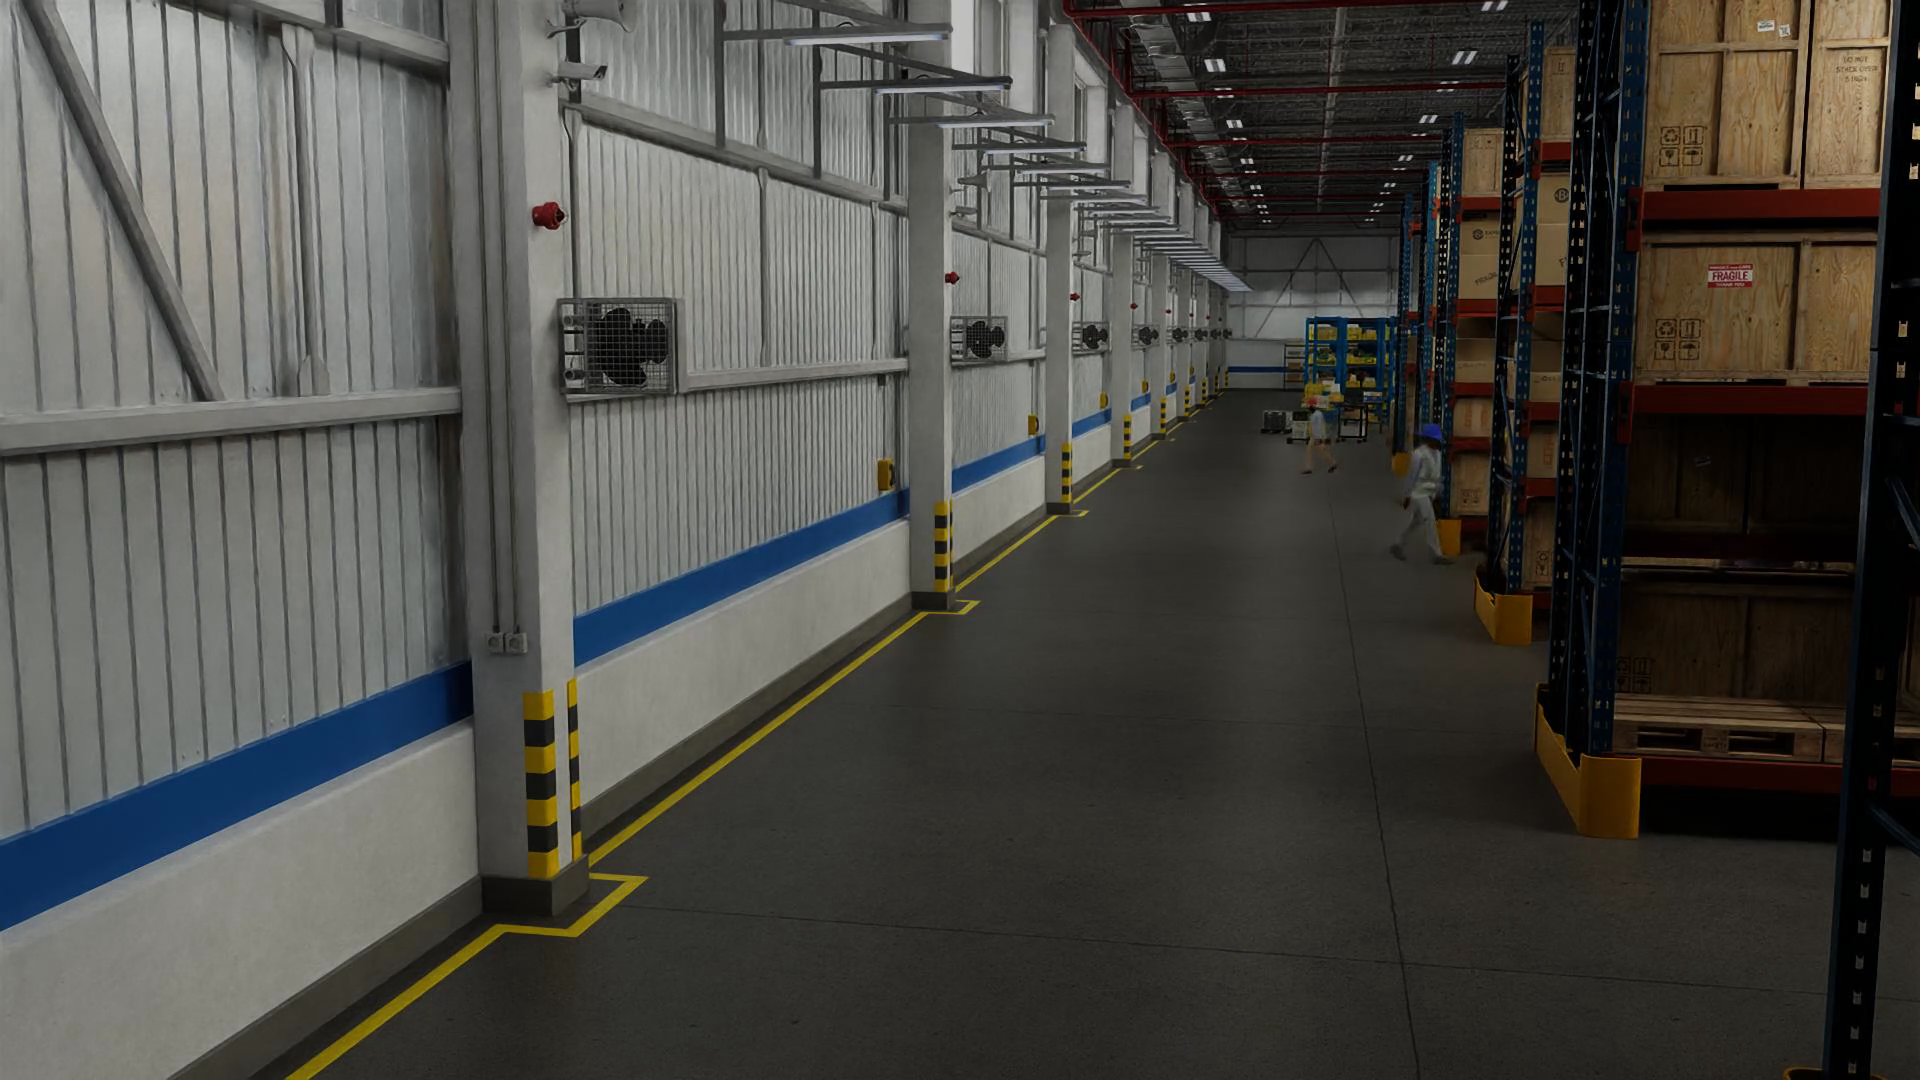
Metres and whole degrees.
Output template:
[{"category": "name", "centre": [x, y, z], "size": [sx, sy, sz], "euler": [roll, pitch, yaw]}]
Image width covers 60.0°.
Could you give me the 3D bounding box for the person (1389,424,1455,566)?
[{"category": "person", "centre": [6.187, -0.624, 22.319], "size": [1.022, 1.904, 0.619], "euler": [7, 10, 45]}]

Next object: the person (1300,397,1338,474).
[{"category": "person", "centre": [7.872, -2.283, 36.346], "size": [0.803, 1.706, 0.575], "euler": [-2, 7, -17]}]

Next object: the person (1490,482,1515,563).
[{"category": "person", "centre": [7.300, -0.485, 21.589], "size": [0.713, 1.802, 0.612], "euler": [2, 7, 17]}]

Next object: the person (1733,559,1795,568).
[{"category": "person", "centre": [6.092, 0.559, 12.852], "size": [1.023, 1.882, 0.641], "euler": [1, 7, 6]}]

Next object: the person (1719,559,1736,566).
[{"category": "person", "centre": [6.580, 0.530, 14.051], "size": [0.523, 1.645, 0.306], "euler": [-4, 8, -28]}]
